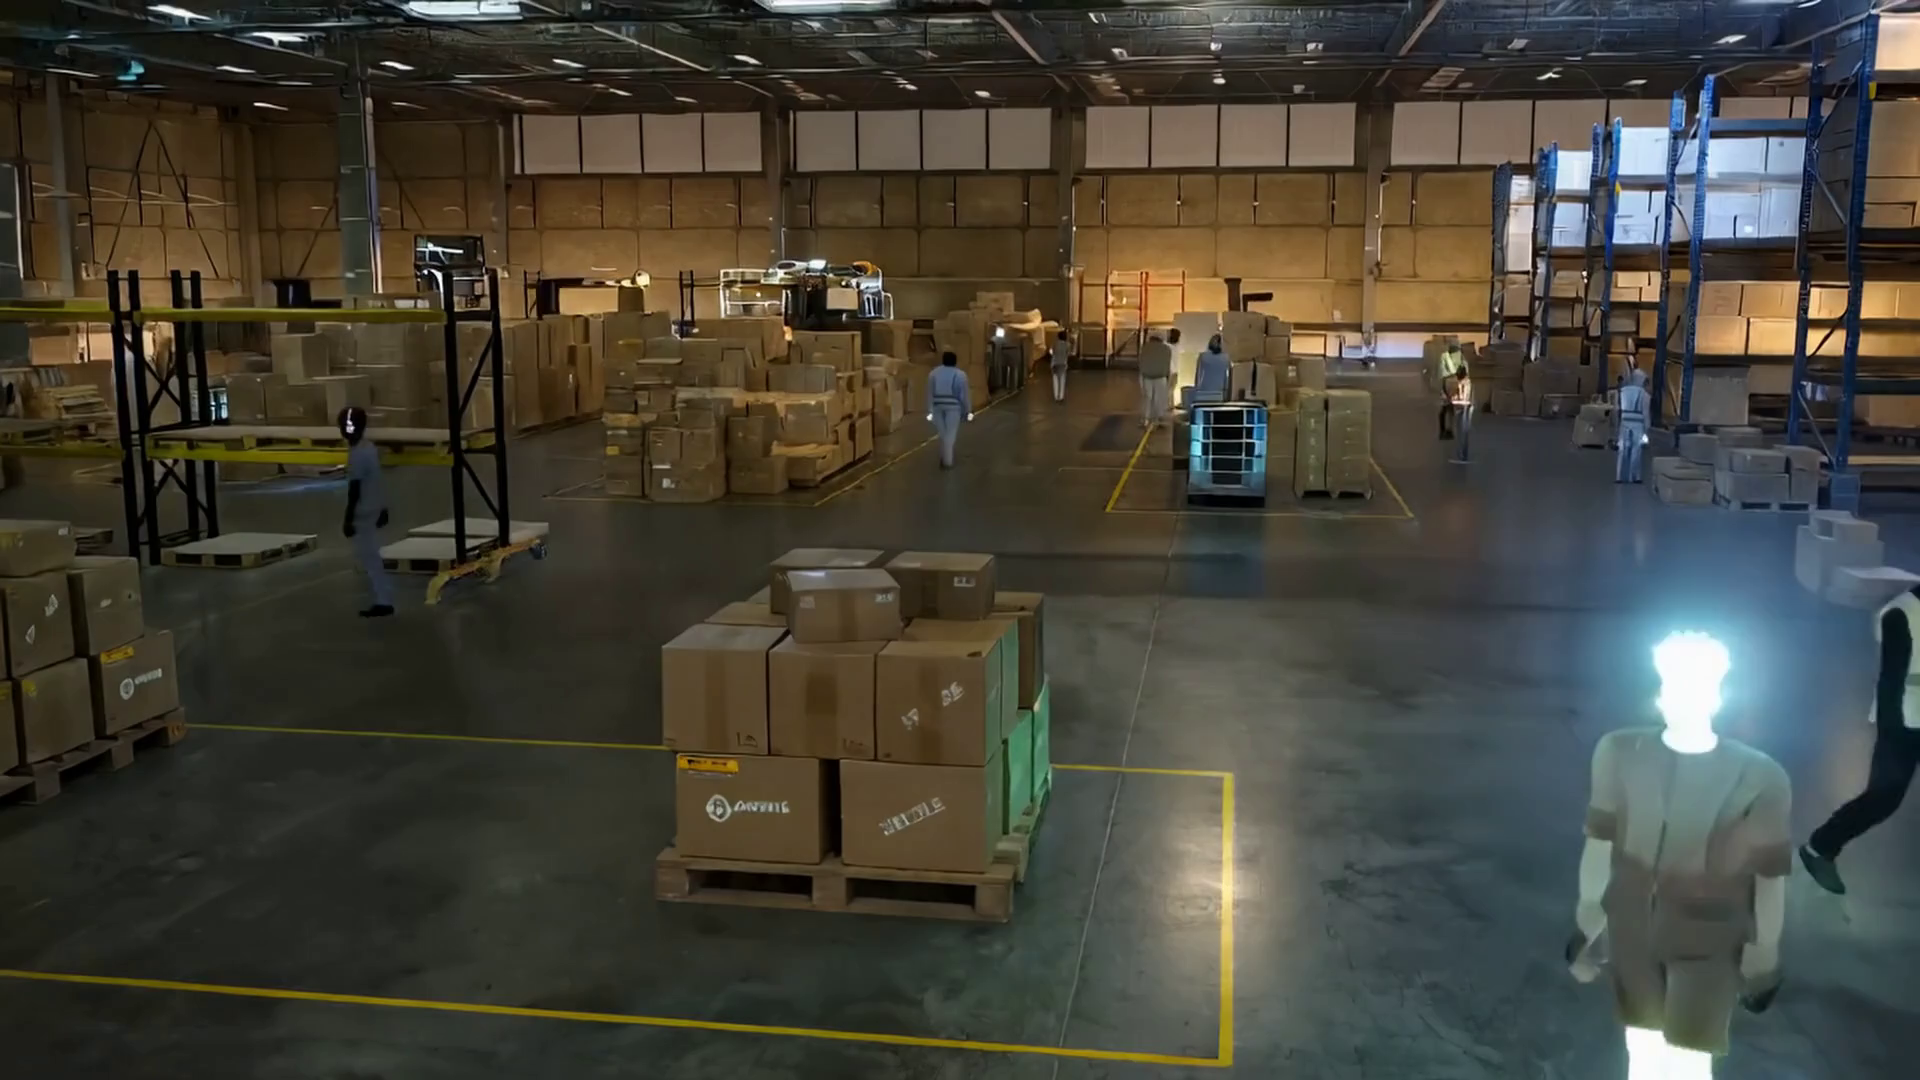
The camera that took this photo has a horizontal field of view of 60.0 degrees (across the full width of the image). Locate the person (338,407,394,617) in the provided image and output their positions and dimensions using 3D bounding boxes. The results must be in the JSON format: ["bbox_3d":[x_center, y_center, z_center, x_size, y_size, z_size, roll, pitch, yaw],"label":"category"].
[{"bbox_3d":[-5.186,-0.236,14.504,0.481,1.858,0.581,0,9,-1],"label":"person"}]

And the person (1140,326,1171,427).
[{"bbox_3d":[3.791,-3.192,32.446,0.609,1.966,0.871,0,9,-2],"label":"person"}]

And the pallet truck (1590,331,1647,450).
[{"bbox_3d":[11.253,-2.573,28.499,0.823,1.965,1.885,5,10,27],"label":"pallet truck"}]

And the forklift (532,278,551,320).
[{"bbox_3d":[-11.293,-5.709,45.126,1.873,2.768,1.129,-3,10,-19],"label":"forklift"}]

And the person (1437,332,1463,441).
[{"bbox_3d":[8.786,-2.742,29.739,0.547,1.934,0.375,-6,11,-33],"label":"person"}]

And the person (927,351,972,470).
[{"bbox_3d":[-0.118,-2.001,25.571,0.660,1.796,0.931,4,10,21],"label":"person"}]

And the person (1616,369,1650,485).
[{"bbox_3d":[9.533,-1.599,23.585,0.310,1.642,0.514,-6,11,-32],"label":"person"}]

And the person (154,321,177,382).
[{"bbox_3d":[-21.664,-5.260,45.322,0.398,1.919,0.588,6,11,34],"label":"person"}]

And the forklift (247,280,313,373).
[{"bbox_3d":[-14.370,-4.231,36.009,1.873,2.768,1.129,1,9,8],"label":"forklift"}]

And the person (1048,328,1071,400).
[{"bbox_3d":[2.333,-4.105,38.931,0.540,1.681,0.583,0,9,-2],"label":"person"}]

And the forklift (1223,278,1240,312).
[{"bbox_3d":[7.086,-5.421,43.347,1.873,2.768,1.129,1,9,9],"label":"forklift"}]

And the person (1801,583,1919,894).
[{"bbox_3d":[4.427,0.849,7.779,0.603,1.883,0.947,-4,10,-23],"label":"person"}]

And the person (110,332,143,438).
[{"bbox_3d":[-14.998,-2.770,29.955,0.637,1.925,0.484,0,9,3],"label":"person"}]

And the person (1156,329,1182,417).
[{"bbox_3d":[4.385,-3.455,34.482,0.431,1.822,0.654,8,12,42],"label":"person"}]

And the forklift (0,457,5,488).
[{"bbox_3d":[-14.082,-2.007,22.290,1.873,2.768,1.129,2,9,12],"label":"forklift"}]

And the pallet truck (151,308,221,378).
[{"bbox_3d":[-21.869,-5.598,47.154,0.823,1.965,1.885,4,10,26],"label":"pallet truck"}]

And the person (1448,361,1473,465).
[{"bbox_3d":[7.847,-1.984,25.995,0.314,1.630,0.527,0,9,-3],"label":"person"}]

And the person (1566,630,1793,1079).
[{"bbox_3d":[2.217,1.234,5.187,0.436,1.951,0.602,-8,12,-41],"label":"person"}]

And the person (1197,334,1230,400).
[{"bbox_3d":[4.449,-2.634,29.138,0.643,1.919,0.623,-2,9,-10],"label":"person"}]

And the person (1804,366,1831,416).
[{"bbox_3d":[16.006,-2.942,30.988,0.374,1.928,0.542,-3,10,-16],"label":"person"}]
